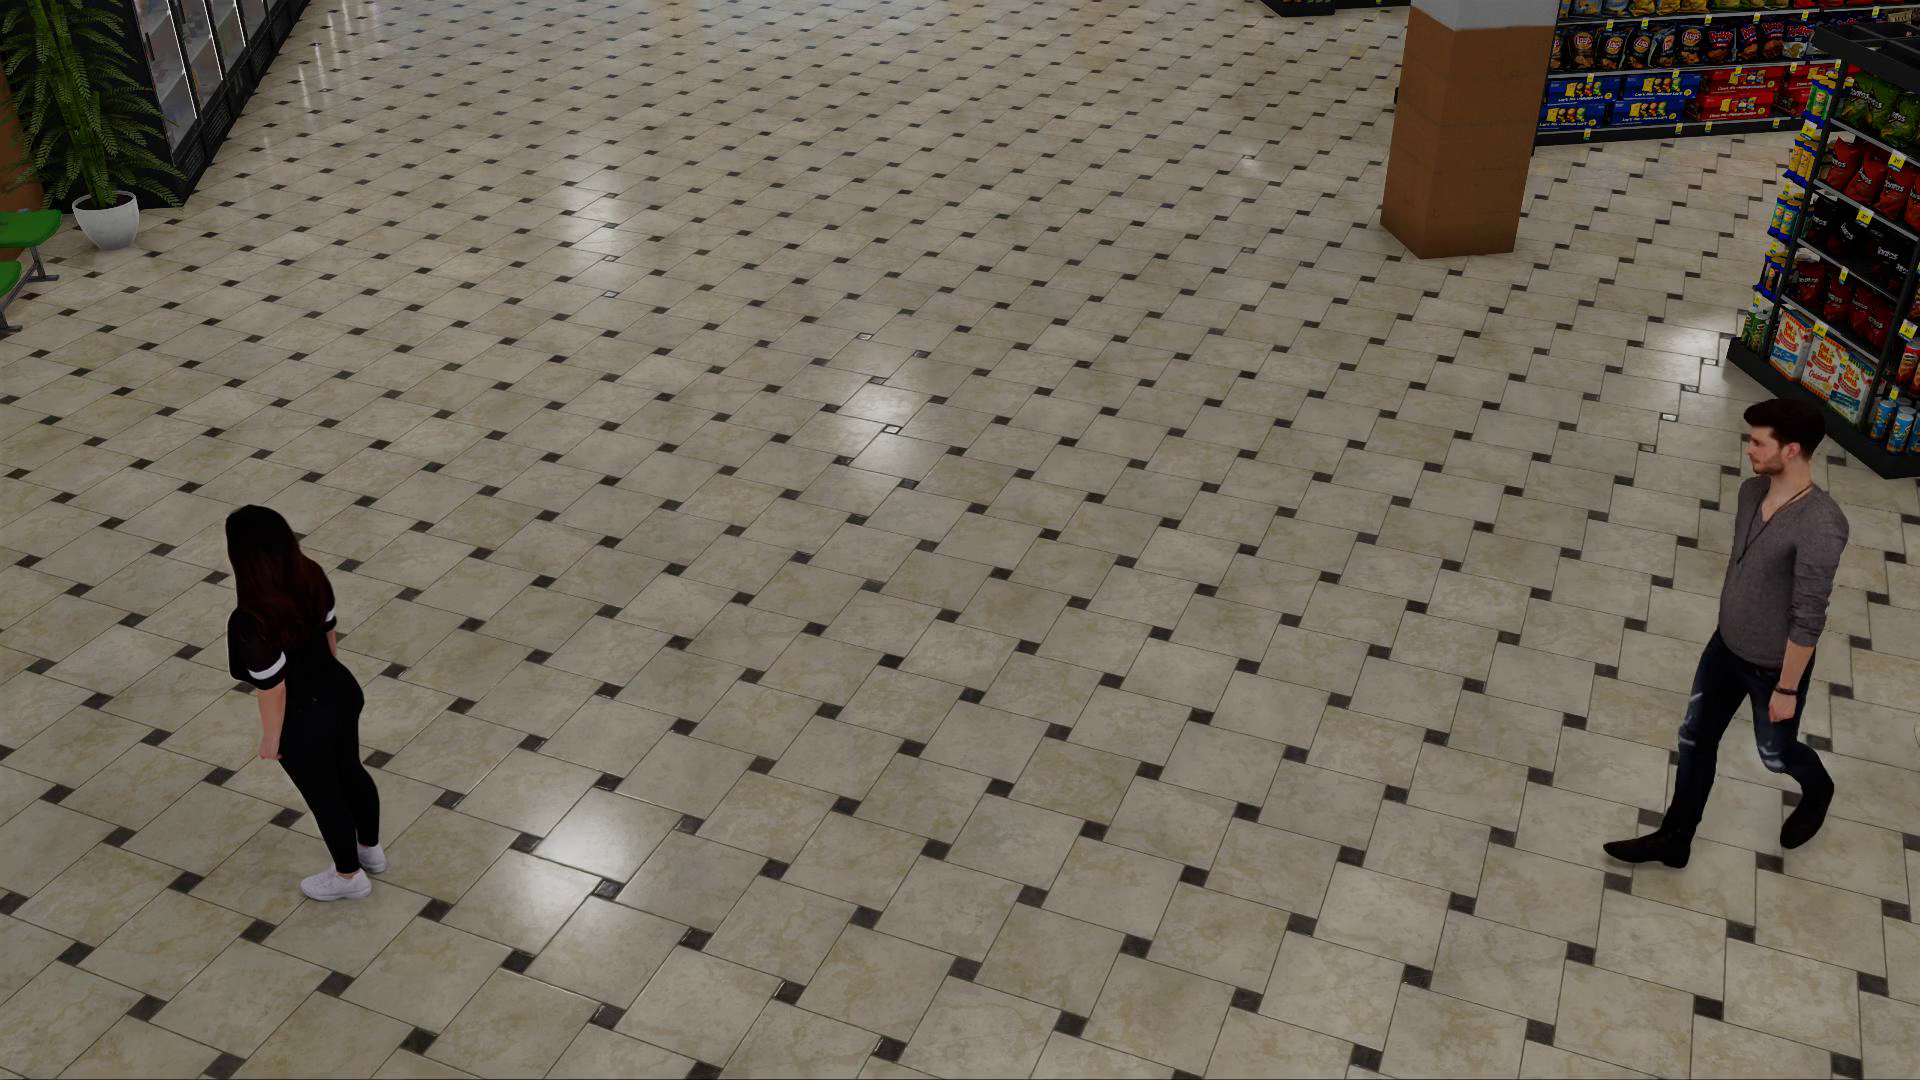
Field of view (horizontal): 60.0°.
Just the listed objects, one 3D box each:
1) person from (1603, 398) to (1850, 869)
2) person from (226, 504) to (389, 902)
[{"bbox_3d":[2.946,0.403,5.933,1.132,1.859,0.755,-8,33,-13],"label":"person"},{"bbox_3d":[-2.290,0.586,5.849,0.711,1.639,0.695,7,33,12],"label":"person"}]
